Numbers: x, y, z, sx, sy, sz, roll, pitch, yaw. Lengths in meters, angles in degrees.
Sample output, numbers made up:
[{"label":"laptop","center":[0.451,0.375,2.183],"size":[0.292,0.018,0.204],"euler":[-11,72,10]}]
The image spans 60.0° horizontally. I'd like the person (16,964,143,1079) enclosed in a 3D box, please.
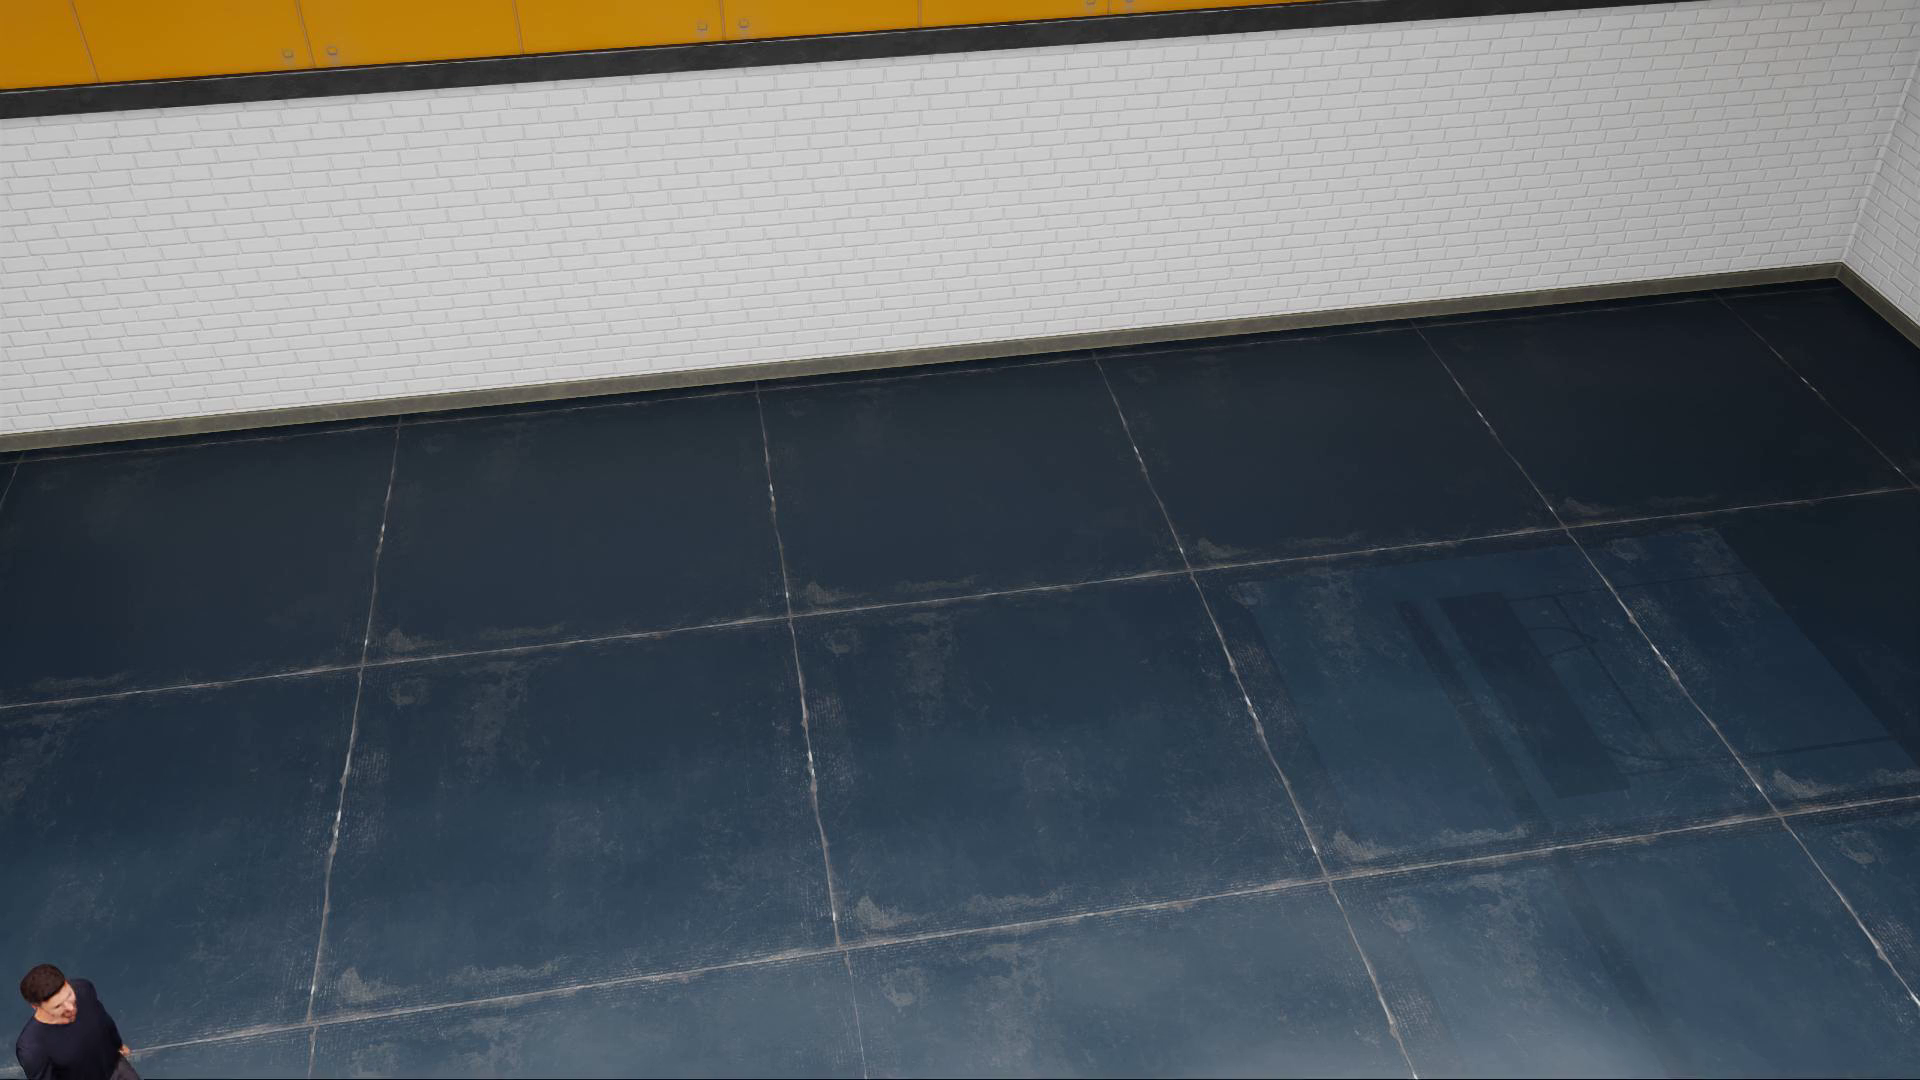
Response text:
[{"label":"person","center":[-4.270,2.619,7.994],"size":[1.135,1.827,1.287],"euler":[9,39,11]}]
